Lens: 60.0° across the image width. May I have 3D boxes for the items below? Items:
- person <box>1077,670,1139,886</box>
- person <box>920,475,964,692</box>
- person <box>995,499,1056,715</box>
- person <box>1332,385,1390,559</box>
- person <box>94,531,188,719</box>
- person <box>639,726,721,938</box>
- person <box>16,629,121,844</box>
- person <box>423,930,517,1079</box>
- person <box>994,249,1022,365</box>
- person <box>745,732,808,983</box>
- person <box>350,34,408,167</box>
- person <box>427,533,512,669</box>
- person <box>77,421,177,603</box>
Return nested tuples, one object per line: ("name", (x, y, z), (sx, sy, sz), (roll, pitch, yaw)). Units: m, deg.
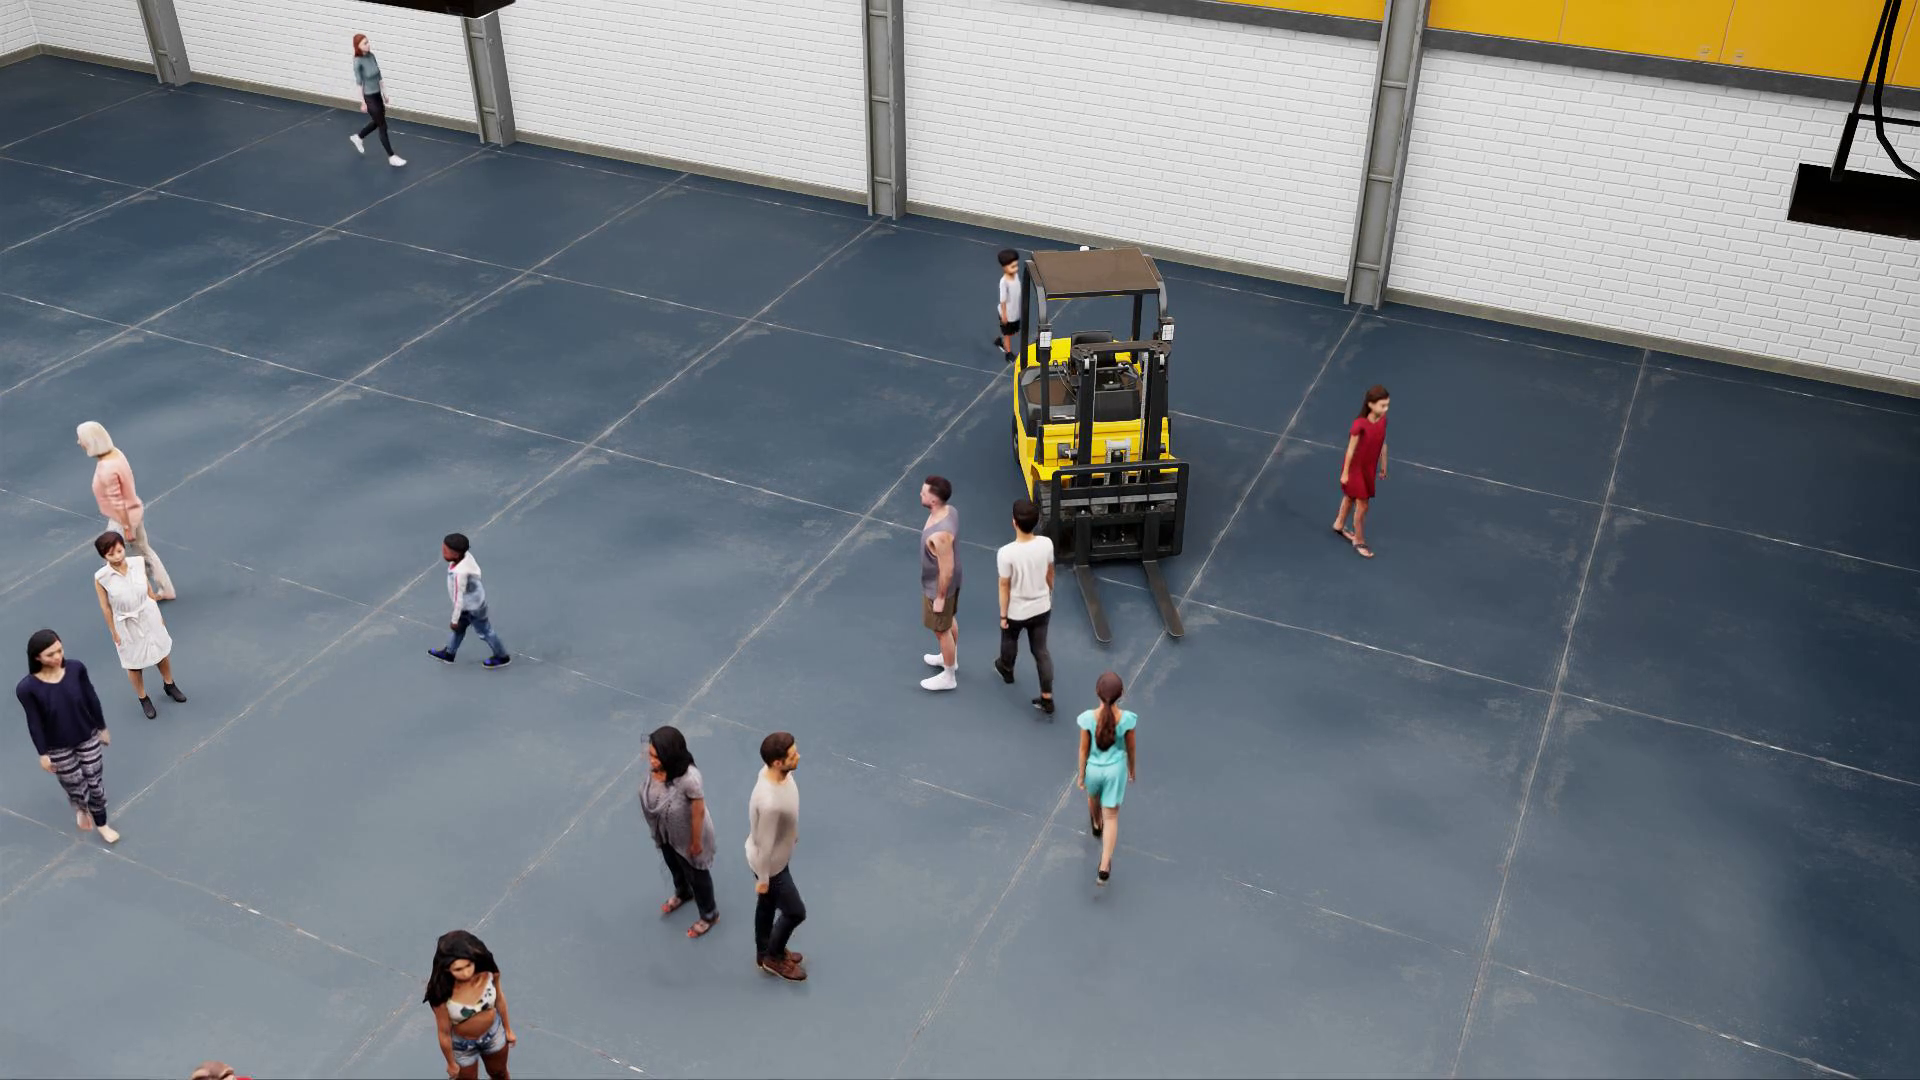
("person", (0.955, 1.559, 10.889), (1.058, 1.532, 0.867), (3, 34, 4))
("person", (-0.141, 0.307, 12.439), (0.674, 1.841, 0.698), (3, 34, 5))
("person", (0.520, 0.528, 12.303), (1.053, 1.684, 1.119), (-13, 36, -19))
("person", (3.380, -0.658, 14.226), (0.763, 1.532, 0.879), (-21, 39, -28))
("person", (-6.102, 0.602, 12.307), (0.593, 1.556, 0.606), (25, 41, 32))
("person", (-1.752, 1.781, 10.489), (0.796, 1.605, 0.709), (-29, 43, -36))
("person", (-5.985, 1.291, 11.124), (0.739, 1.718, 0.710), (26, 41, 33))
("person", (-2.627, 2.727, 9.048), (0.647, 1.624, 0.675), (-26, 42, -34))
("person", (0.468, -2.423, 17.130), (0.636, 1.254, 0.535), (19, 38, 26))
("person", (-1.228, 1.925, 10.054), (0.761, 1.847, 0.771), (0, 34, 1))
("person", (-7.719, -5.744, 21.701), (1.066, 1.726, 0.691), (9, 35, 14))
("person", (-3.707, 0.486, 12.778), (0.920, 1.228, 0.791), (-5, 34, -8))
("person", (-6.625, -0.202, 13.377), (0.829, 1.712, 0.771), (-10, 35, -15))
